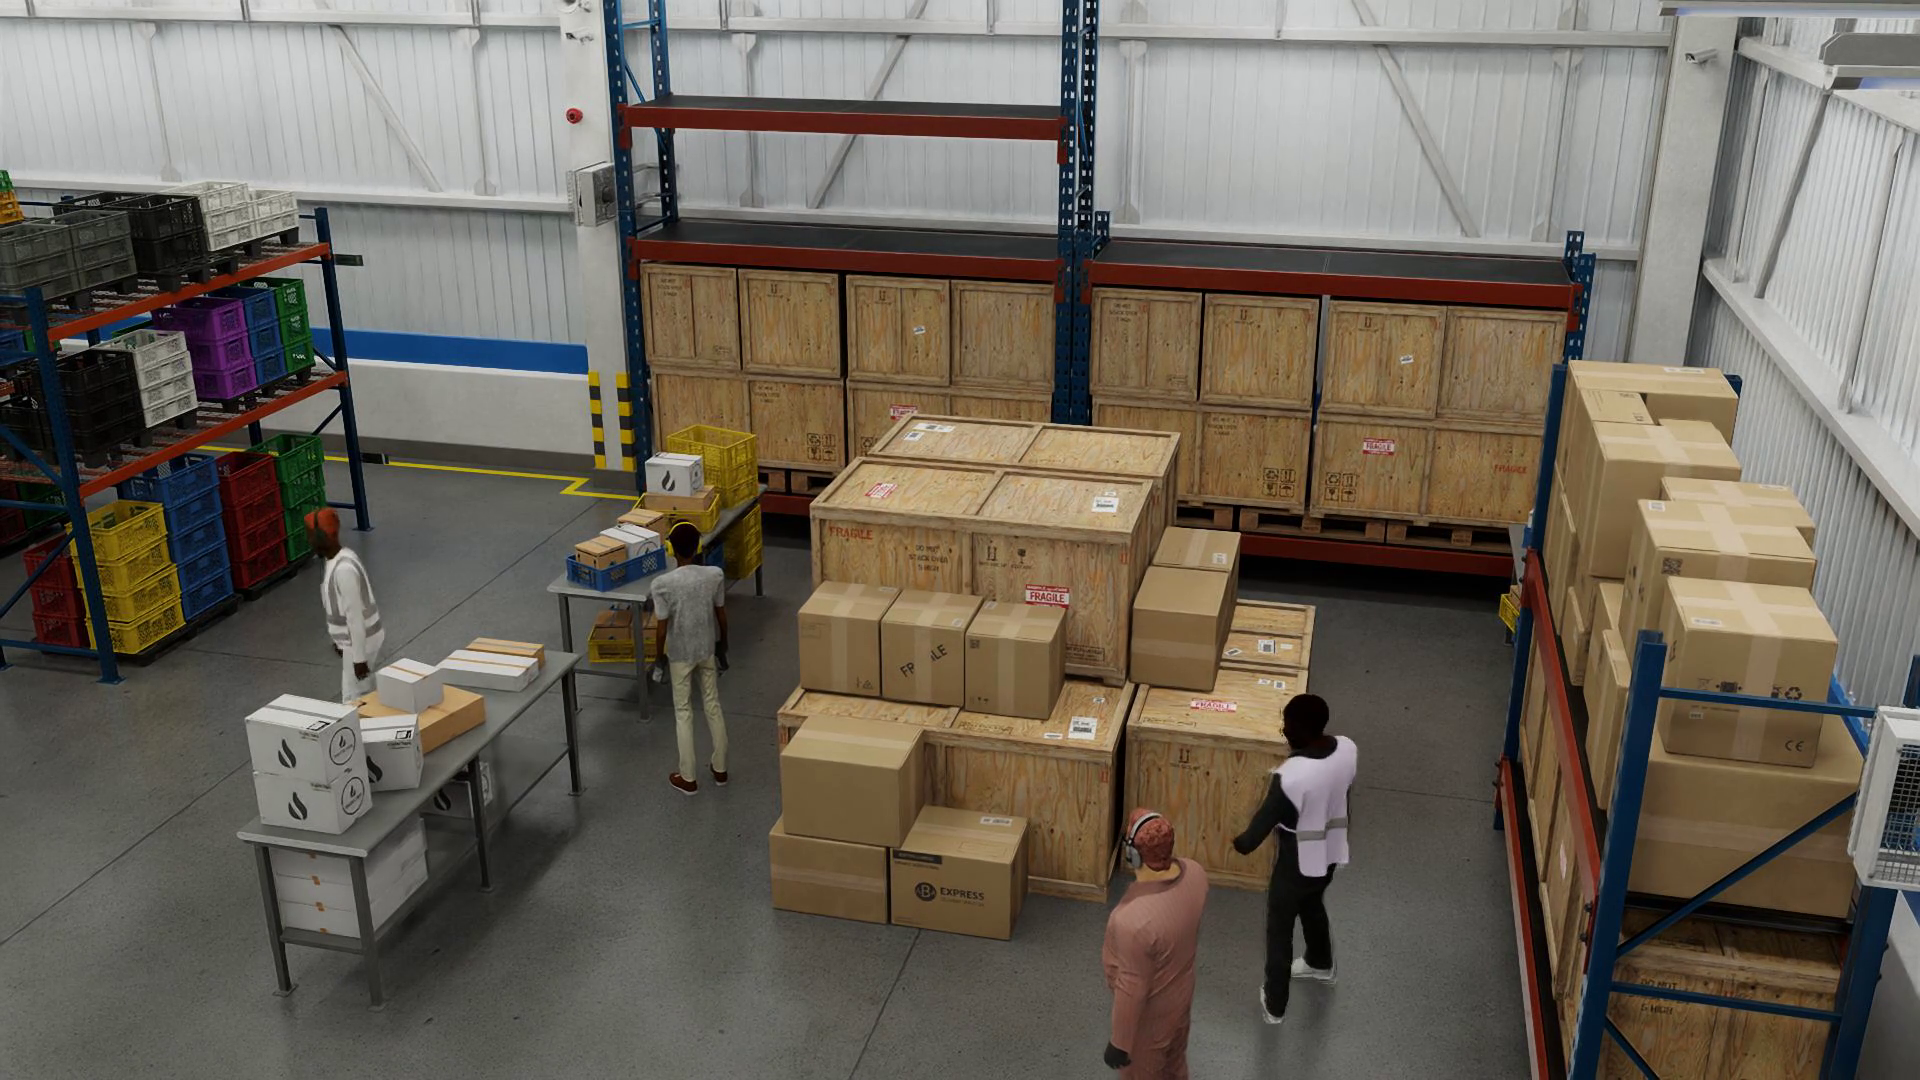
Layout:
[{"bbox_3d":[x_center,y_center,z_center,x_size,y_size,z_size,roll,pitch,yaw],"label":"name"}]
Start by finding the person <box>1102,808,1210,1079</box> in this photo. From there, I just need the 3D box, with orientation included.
[{"bbox_3d":[0.818,2.053,7.371,0.401,1.905,0.642,14,25,32],"label":"person"}]

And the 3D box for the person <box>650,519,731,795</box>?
[{"bbox_3d":[-1.750,0.757,10.805,0.536,1.869,0.312,-12,24,-29],"label":"person"}]

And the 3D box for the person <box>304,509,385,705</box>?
[{"bbox_3d":[-4.010,0.690,11.007,0.389,1.874,0.633,-10,23,-24],"label":"person"}]

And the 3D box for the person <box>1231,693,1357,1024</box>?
[{"bbox_3d":[1.748,1.603,8.597,0.679,1.878,0.578,-18,27,-39],"label":"person"}]
